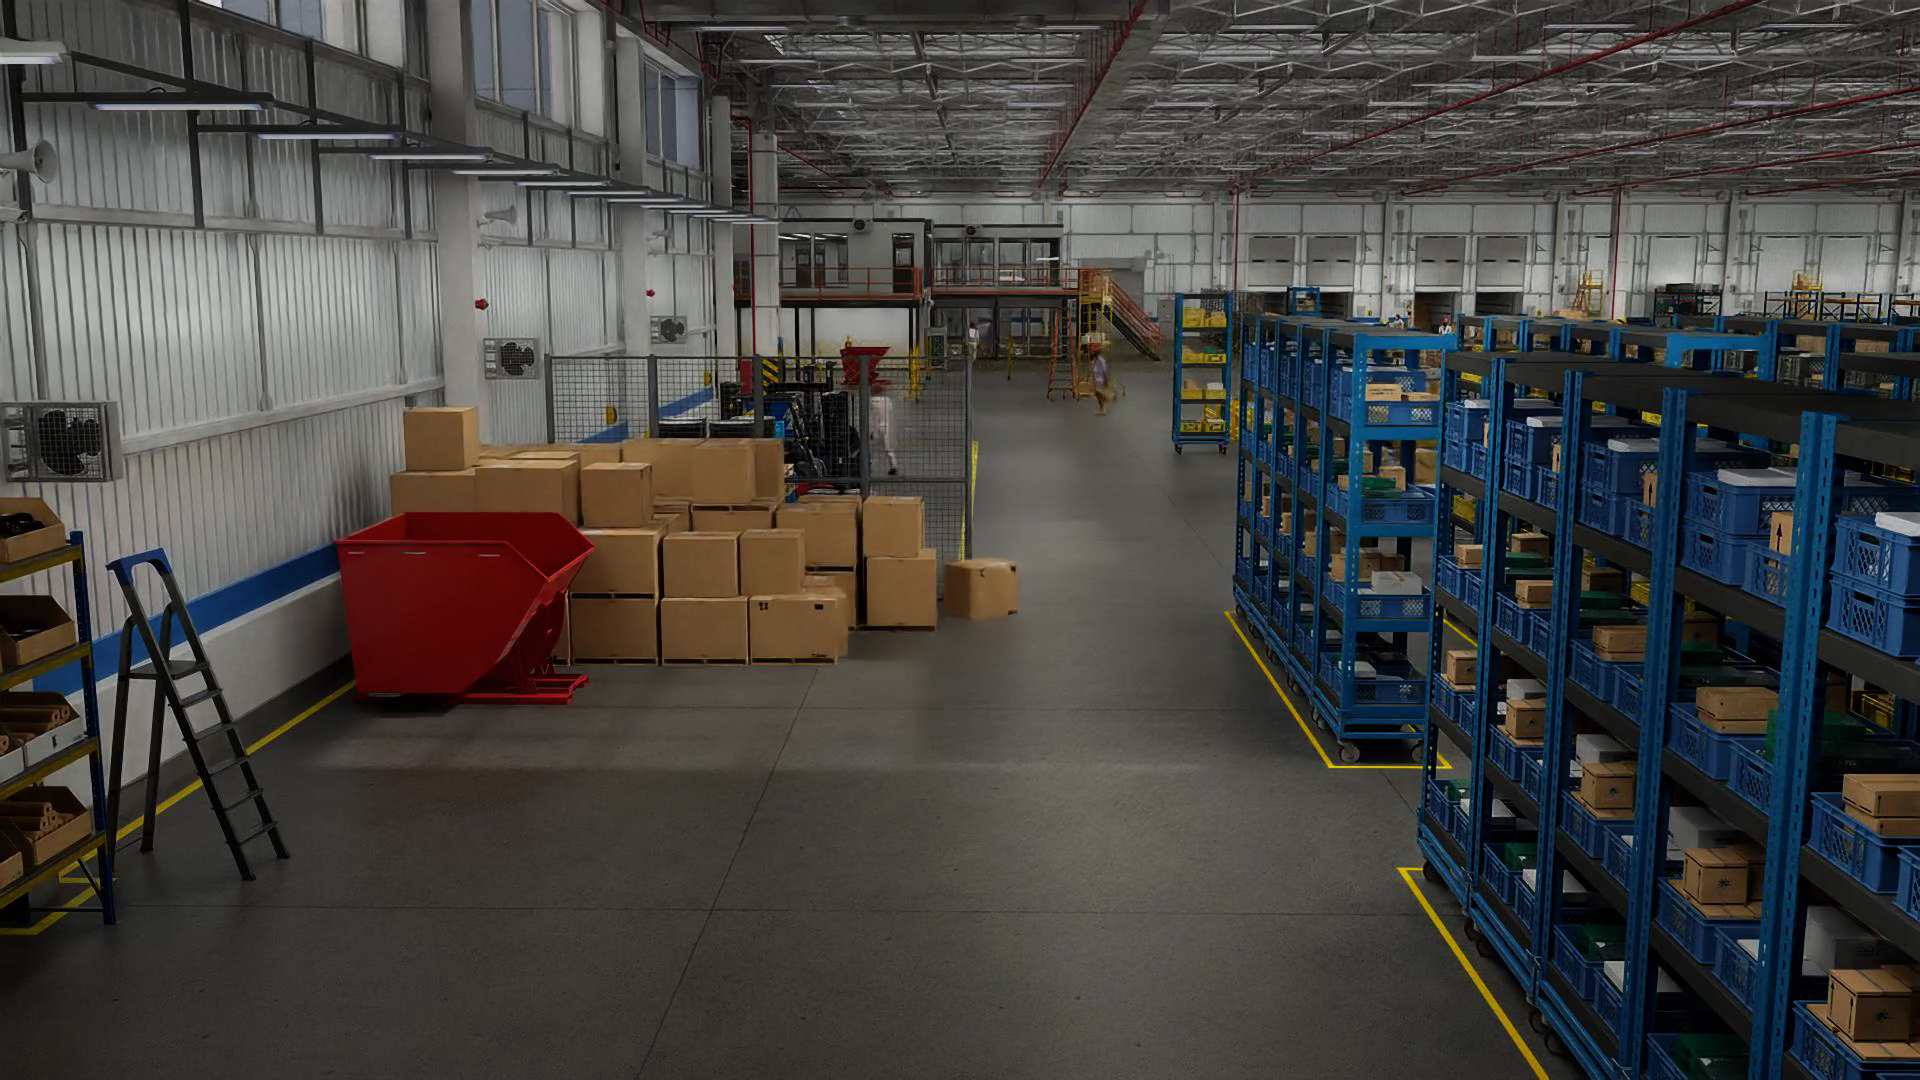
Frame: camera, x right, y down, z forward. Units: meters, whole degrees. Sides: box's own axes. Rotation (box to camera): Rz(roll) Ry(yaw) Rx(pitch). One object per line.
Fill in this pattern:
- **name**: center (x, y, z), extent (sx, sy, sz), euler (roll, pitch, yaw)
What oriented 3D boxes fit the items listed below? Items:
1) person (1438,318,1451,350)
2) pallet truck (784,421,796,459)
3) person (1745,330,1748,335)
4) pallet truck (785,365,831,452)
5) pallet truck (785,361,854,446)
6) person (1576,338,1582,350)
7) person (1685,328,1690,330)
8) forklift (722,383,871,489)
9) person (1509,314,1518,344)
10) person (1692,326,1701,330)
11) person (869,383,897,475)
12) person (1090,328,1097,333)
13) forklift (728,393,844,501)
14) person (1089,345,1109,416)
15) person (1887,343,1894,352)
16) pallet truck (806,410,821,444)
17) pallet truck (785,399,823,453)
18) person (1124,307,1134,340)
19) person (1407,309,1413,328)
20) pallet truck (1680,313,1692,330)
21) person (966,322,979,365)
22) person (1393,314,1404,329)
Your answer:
- **person**: center (22.049, -9.118, 75.708), extent (0.551, 1.935, 0.375), euler (4, 10, 25)
- **pallet truck**: center (-4.013, -1.793, 32.705), extent (1.601, 1.201, 0.680), euler (0, 9, 1)
- **person**: center (41.542, -11.009, 88.141), extent (0.472, 1.674, 0.564), euler (-2, 9, -14)
- **pallet truck**: center (-3.774, -2.976, 37.635), extent (1.885, 1.965, 0.823), euler (1, 9, 5)
- **pallet truck**: center (-3.410, -3.193, 38.978), extent (1.885, 1.965, 0.823), euler (0, 9, -1)
- **person**: center (24.805, -7.807, 67.303), extent (0.683, 2.000, 0.538), euler (2, 9, 12)
- **person**: center (26.662, -6.791, 61.169), extent (0.387, 1.997, 0.613), euler (-4, 10, -23)
- **forklift**: center (-2.893, -1.687, 28.729), extent (2.680, 1.987, 1.157), euler (0, 9, -1)
- **person**: center (29.975, -11.297, 89.555), extent (0.858, 1.819, 0.614), euler (-4, 10, -24)
- **person**: center (33.778, -9.144, 75.977), extent (0.596, 1.898, 0.754), euler (-7, 12, -38)
- **person**: center (-1.621, -2.240, 33.538), extent (0.658, 1.862, 0.981), euler (-8, 12, -40)
- **person**: center (7.415, -11.898, 93.222), extent (0.445, 1.830, 0.627), euler (-6, 11, -31)
- **forklift**: center (-2.979, -1.316, 26.476), extent (2.680, 1.987, 1.157), euler (0, 9, 1)
- **person**: center (3.903, -4.503, 47.011), extent (0.544, 2.007, 0.641), euler (-3, 10, -19)
- **person**: center (32.845, -6.316, 58.361), extent (0.607, 1.957, 0.377), euler (4, 10, 25)
- **pallet truck**: center (-3.559, -2.018, 33.905), extent (1.522, 1.261, 0.704), euler (0, 9, -1)
- **pallet truck**: center (-3.814, -2.432, 36.419), extent (1.630, 1.274, 0.653), euler (0, 9, 1)
- **person**: center (9.950, -12.747, 98.056), extent (0.604, 1.949, 0.389), euler (-4, 10, -22)
- **person**: center (25.591, -12.176, 94.642), extent (0.396, 1.918, 0.589), euler (5, 11, 30)
- **pallet truck**: center (36.315, -10.531, 84.244), extent (0.823, 1.965, 1.885), euler (-6, 11, -33)
- **person**: center (0.532, -8.562, 72.505), extent (0.577, 1.872, 0.423), euler (0, 9, 0)
- **person**: center (21.869, -10.318, 83.105), extent (0.370, 1.940, 0.627), euler (-5, 10, -26)
